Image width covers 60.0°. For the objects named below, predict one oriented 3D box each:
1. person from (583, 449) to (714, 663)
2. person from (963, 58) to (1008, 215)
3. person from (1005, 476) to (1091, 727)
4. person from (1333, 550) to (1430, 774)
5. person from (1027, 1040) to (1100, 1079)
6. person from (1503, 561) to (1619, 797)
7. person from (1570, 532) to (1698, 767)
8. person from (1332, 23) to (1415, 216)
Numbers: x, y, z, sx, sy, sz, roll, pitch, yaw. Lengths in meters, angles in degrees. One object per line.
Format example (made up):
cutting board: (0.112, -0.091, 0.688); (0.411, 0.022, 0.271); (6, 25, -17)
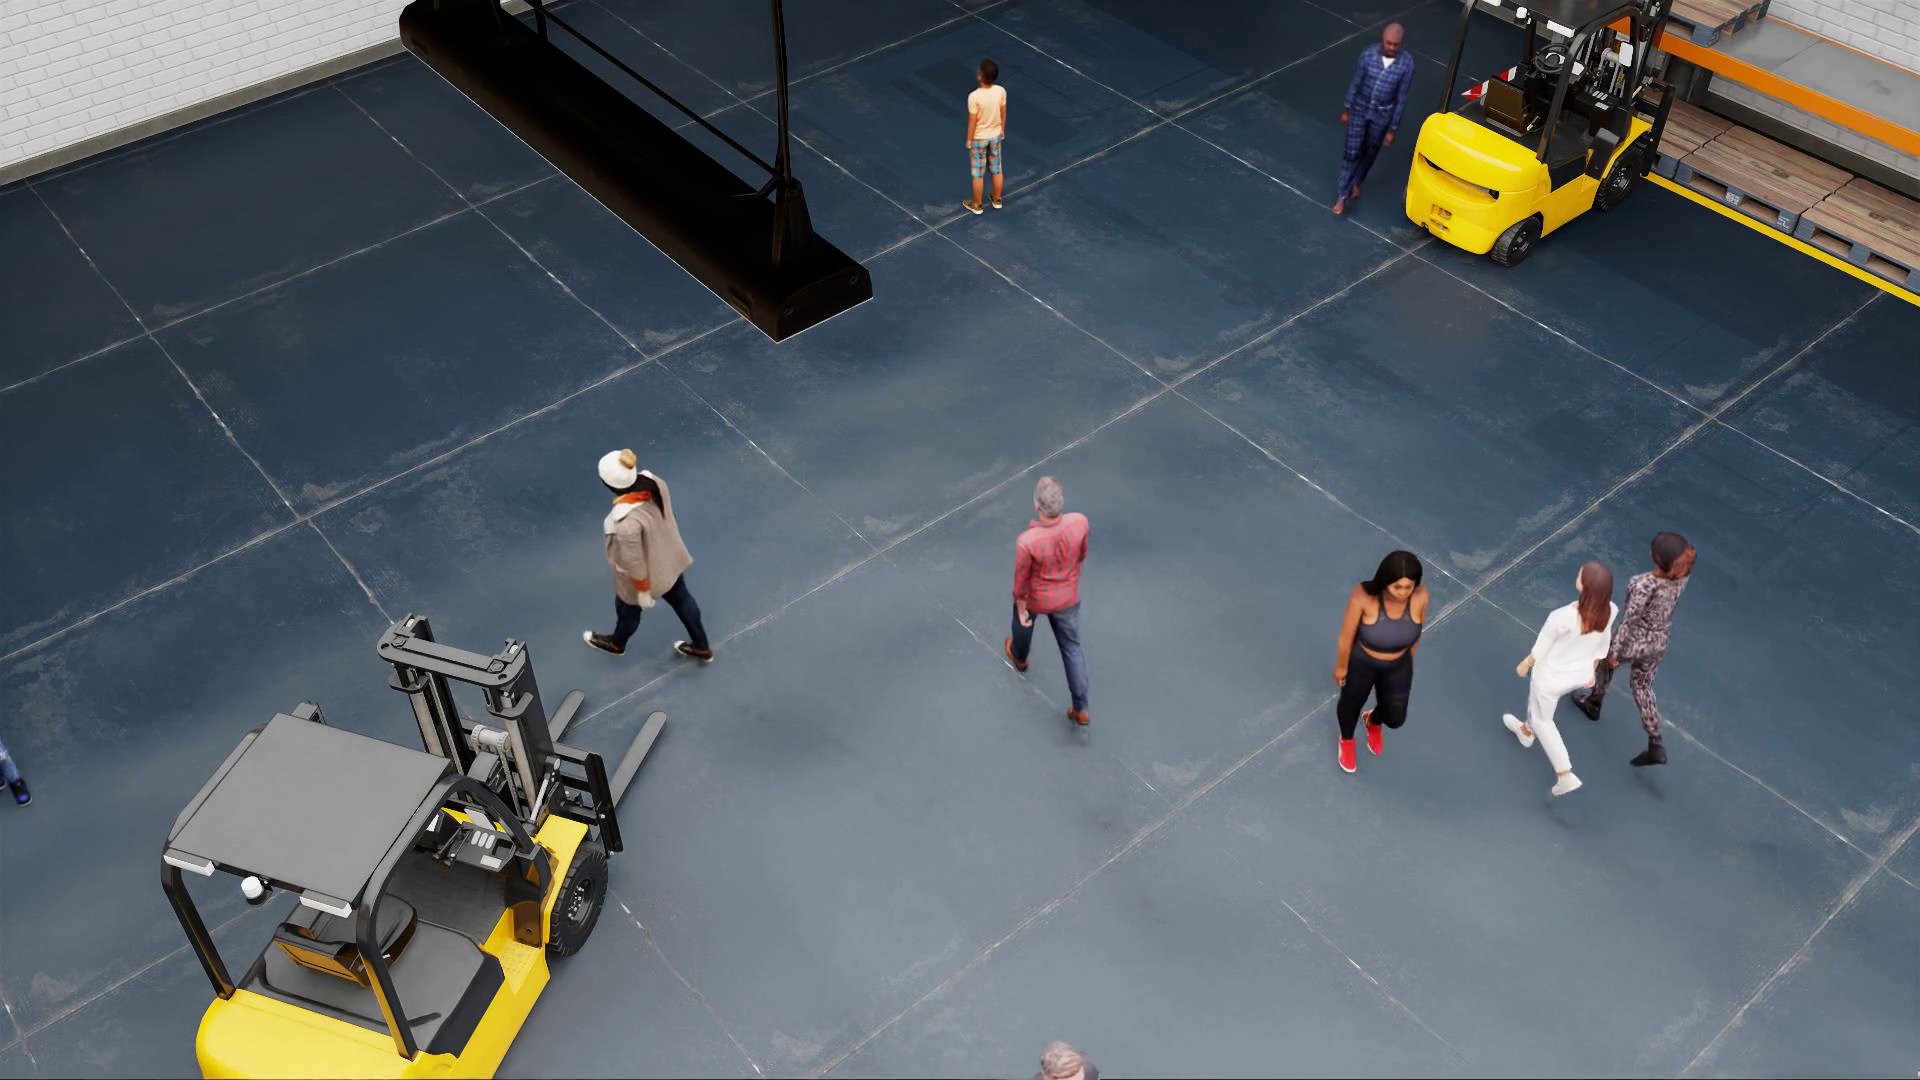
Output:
person: (-1.883, 0.155, 10.546); (1.231, 1.856, 1.077); (14, 45, 14)
person: (0.233, -3.585, 14.758); (0.564, 1.462, 0.553); (-20, 47, -20)
person: (0.603, 0.395, 10.343); (0.992, 1.790, 1.305); (-12, 45, -13)
person: (2.496, 0.663, 10.048); (0.811, 1.807, 0.867); (1, 44, 1)
person: (0.358, 2.821, 7.767); (0.718, 1.829, 0.649); (-28, 50, -27)
person: (3.649, 0.837, 9.967); (0.777, 1.668, 1.067); (-15, 46, -16)
person: (4.191, 0.682, 10.117); (0.831, 1.685, 1.132); (-15, 46, -15)
person: (3.668, -3.831, 14.783); (1.019, 1.783, 1.047); (11, 45, 12)
